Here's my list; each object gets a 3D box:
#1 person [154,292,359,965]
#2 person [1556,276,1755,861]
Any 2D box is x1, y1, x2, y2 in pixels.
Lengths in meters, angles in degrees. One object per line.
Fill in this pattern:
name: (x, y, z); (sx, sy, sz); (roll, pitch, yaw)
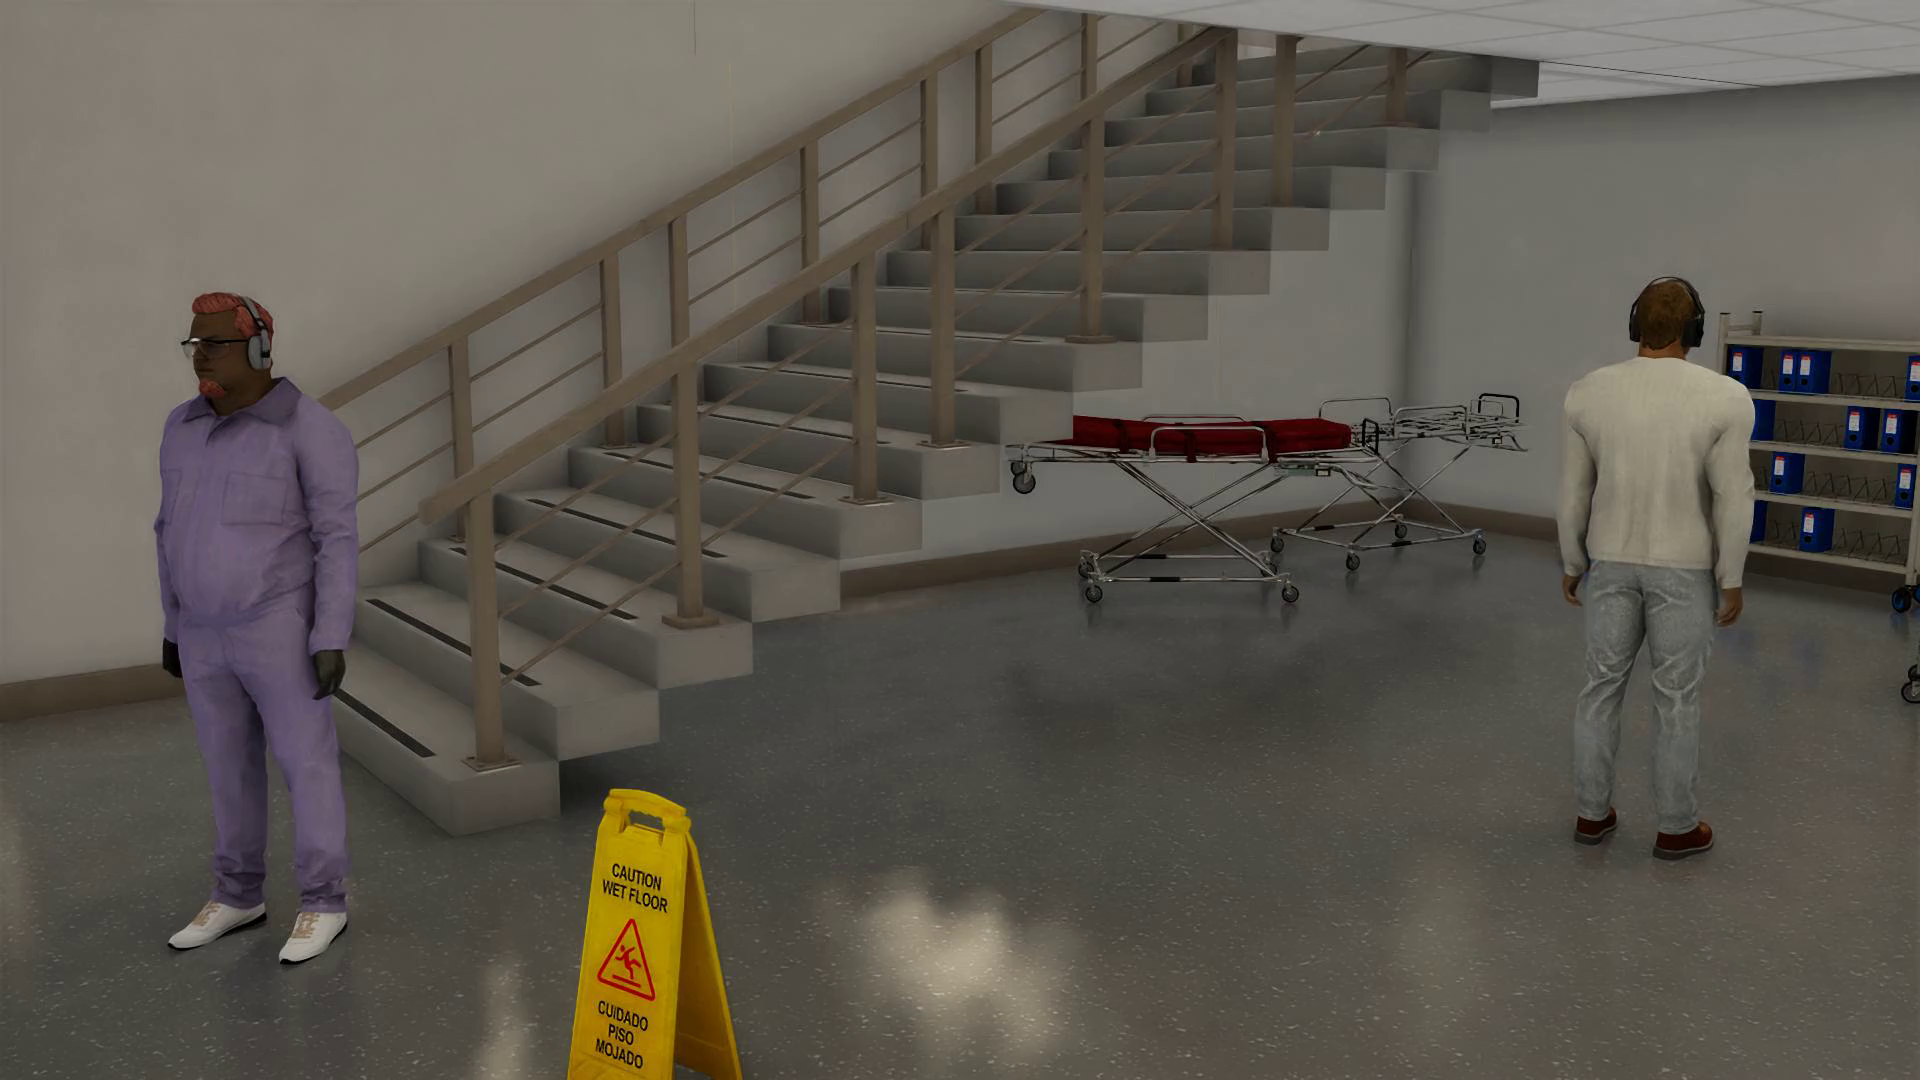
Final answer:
person: (-2.030, 0.256, 4.750); (0.639, 1.911, 0.406); (3, 10, 17)
person: (2.309, 0.098, 5.573); (0.627, 1.941, 0.371); (8, 13, 39)
